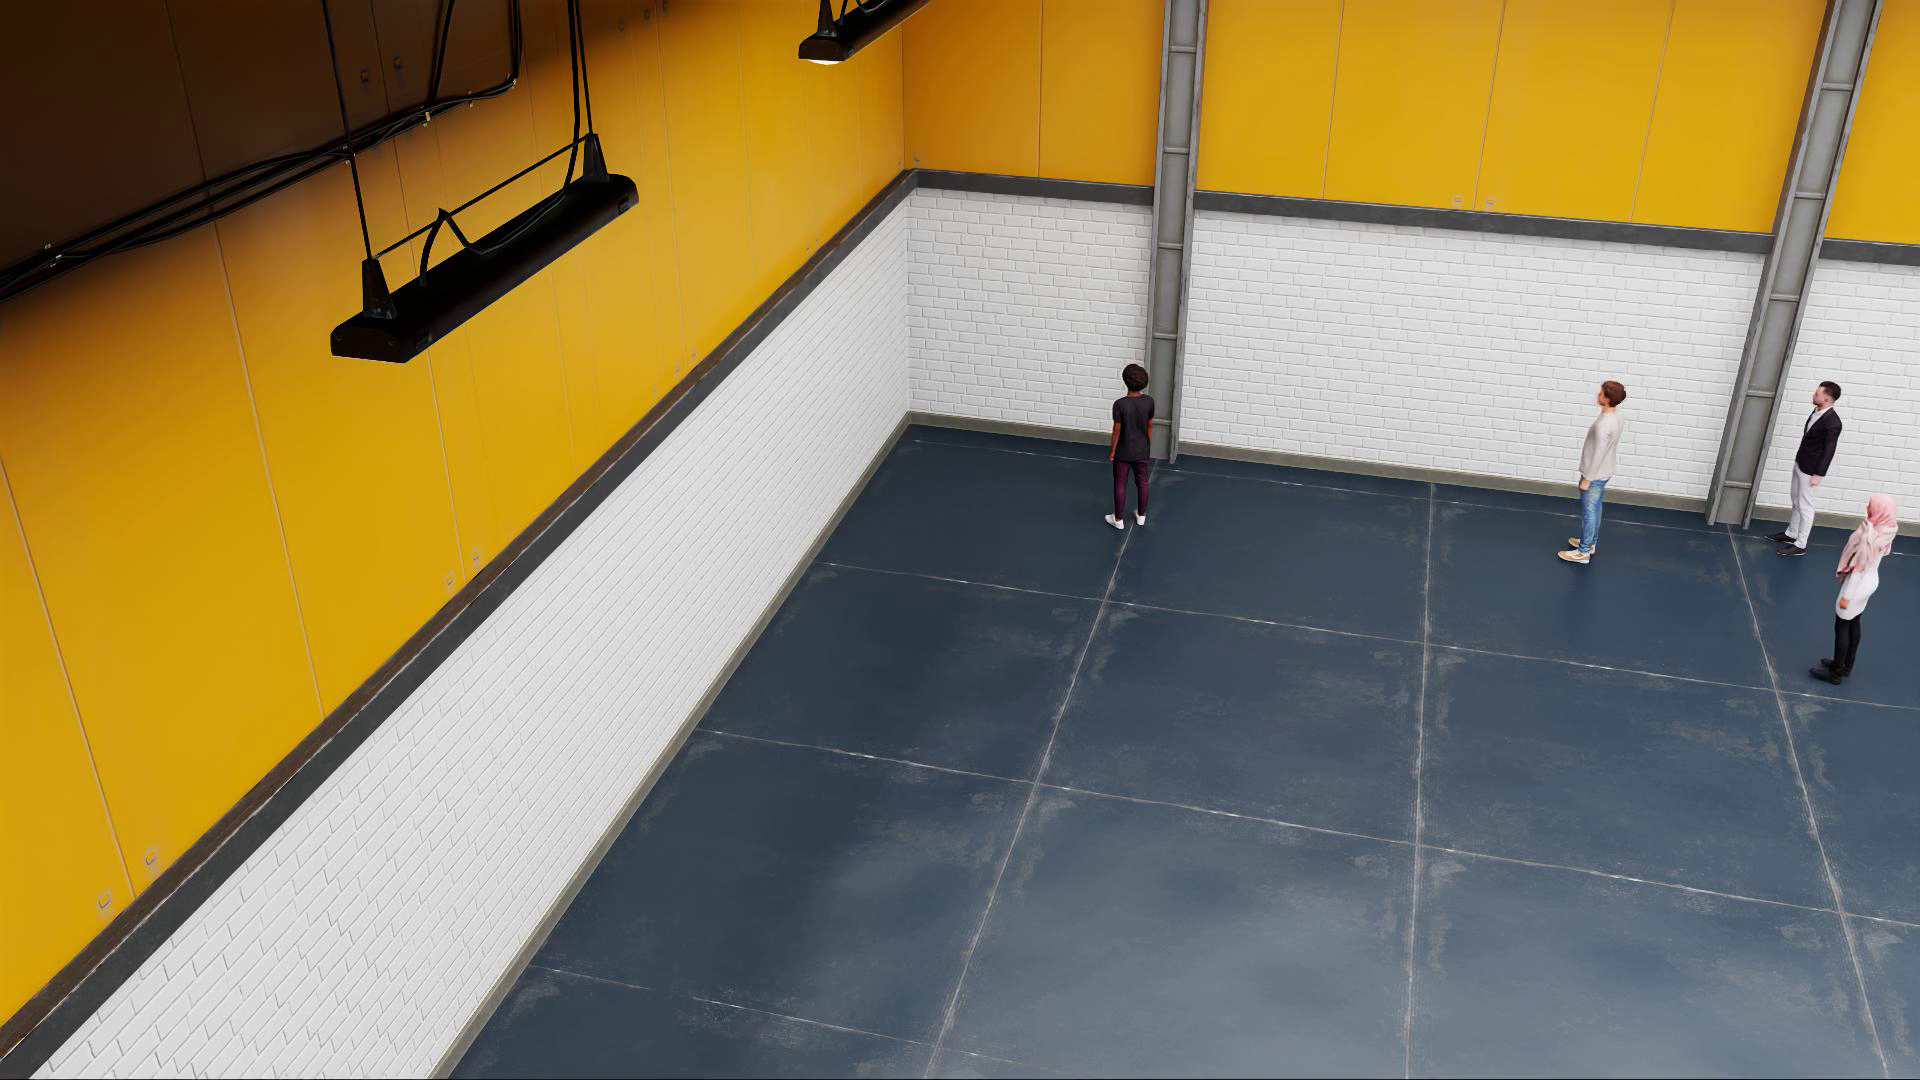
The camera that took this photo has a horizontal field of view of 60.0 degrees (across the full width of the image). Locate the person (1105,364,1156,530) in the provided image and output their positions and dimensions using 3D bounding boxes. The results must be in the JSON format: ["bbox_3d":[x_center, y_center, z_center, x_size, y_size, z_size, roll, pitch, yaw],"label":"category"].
[{"bbox_3d":[1.750,-0.960,16.962,0.695,1.784,0.779,-10,30,-18],"label":"person"}]

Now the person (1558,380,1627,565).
[{"bbox_3d":[6.257,-0.673,16.310,0.727,1.905,0.746,21,35,33],"label":"person"}]

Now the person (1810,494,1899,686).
[{"bbox_3d":[7.794,0.417,14.419,0.725,1.801,0.751,-24,36,-36],"label":"person"}]

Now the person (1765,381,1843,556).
[{"bbox_3d":[8.440,-0.721,16.465,0.579,1.840,0.673,4,29,8],"label":"person"}]
